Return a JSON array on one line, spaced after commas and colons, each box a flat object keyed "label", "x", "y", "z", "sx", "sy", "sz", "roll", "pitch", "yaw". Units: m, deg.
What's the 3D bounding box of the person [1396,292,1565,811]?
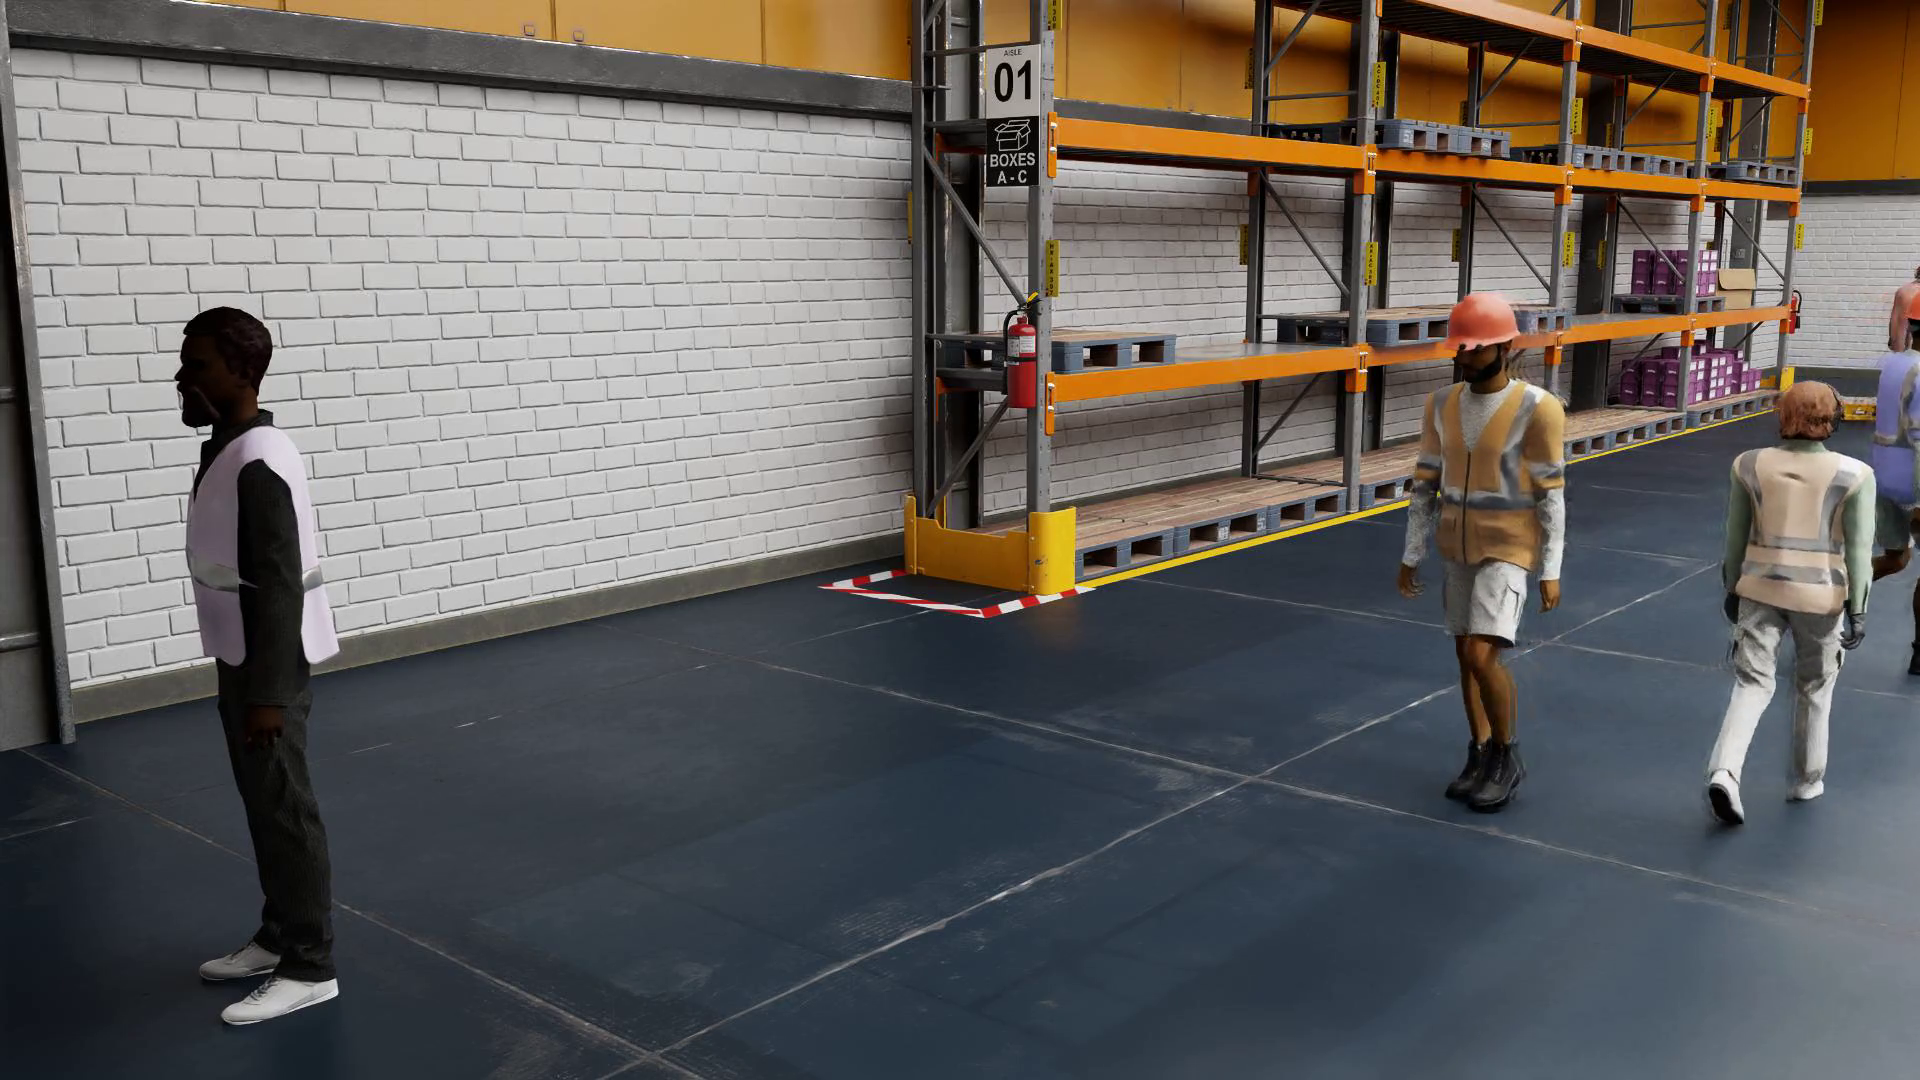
[{"label": "person", "x": 1.909, "y": 0.051, "z": 6.137, "sx": 0.511, "sy": 1.913, "sz": 0.572, "roll": -8, "pitch": 13, "yaw": -37}]

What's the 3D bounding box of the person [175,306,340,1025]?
[{"label": "person", "x": -1.909, "y": 0.332, "z": 4.530, "sx": 0.386, "sy": 1.921, "sz": 0.595, "roll": -6, "pitch": 12, "yaw": -31}]

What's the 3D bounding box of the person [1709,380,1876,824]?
[{"label": "person", "x": 2.998, "y": 0.225, "z": 6.026, "sx": 0.522, "sy": 1.607, "sz": 0.785, "roll": 9, "pitch": 13, "yaw": 40}]

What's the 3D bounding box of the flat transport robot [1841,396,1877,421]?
[{"label": "flat transport robot", "x": 10.946, "y": -1.609, "z": 20.281, "sx": 0.652, "sy": 0.197, "sz": 1.431, "roll": 5, "pitch": 11, "yaw": 26}]

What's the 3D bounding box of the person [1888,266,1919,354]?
[{"label": "person", "x": 12.429, "y": -2.652, "z": 21.658, "sx": 0.659, "sy": 1.866, "sz": 0.880, "roll": 4, "pitch": 11, "yaw": 20}]

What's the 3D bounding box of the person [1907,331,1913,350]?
[{"label": "person", "x": 8.157, "y": -1.276, "z": 13.800, "sx": 0.574, "sy": 1.881, "sz": 0.357, "roll": 5, "pitch": 11, "yaw": 27}]

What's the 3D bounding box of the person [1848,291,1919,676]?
[{"label": "person", "x": 4.545, "y": -0.281, "z": 8.049, "sx": 0.754, "sy": 1.914, "sz": 0.557, "roll": 1, "pitch": 10, "yaw": 5}]

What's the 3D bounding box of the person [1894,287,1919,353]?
[{"label": "person", "x": 11.038, "y": -2.184, "z": 18.950, "sx": 0.657, "sy": 1.884, "sz": 0.444, "roll": 0, "pitch": 10, "yaw": -2}]
